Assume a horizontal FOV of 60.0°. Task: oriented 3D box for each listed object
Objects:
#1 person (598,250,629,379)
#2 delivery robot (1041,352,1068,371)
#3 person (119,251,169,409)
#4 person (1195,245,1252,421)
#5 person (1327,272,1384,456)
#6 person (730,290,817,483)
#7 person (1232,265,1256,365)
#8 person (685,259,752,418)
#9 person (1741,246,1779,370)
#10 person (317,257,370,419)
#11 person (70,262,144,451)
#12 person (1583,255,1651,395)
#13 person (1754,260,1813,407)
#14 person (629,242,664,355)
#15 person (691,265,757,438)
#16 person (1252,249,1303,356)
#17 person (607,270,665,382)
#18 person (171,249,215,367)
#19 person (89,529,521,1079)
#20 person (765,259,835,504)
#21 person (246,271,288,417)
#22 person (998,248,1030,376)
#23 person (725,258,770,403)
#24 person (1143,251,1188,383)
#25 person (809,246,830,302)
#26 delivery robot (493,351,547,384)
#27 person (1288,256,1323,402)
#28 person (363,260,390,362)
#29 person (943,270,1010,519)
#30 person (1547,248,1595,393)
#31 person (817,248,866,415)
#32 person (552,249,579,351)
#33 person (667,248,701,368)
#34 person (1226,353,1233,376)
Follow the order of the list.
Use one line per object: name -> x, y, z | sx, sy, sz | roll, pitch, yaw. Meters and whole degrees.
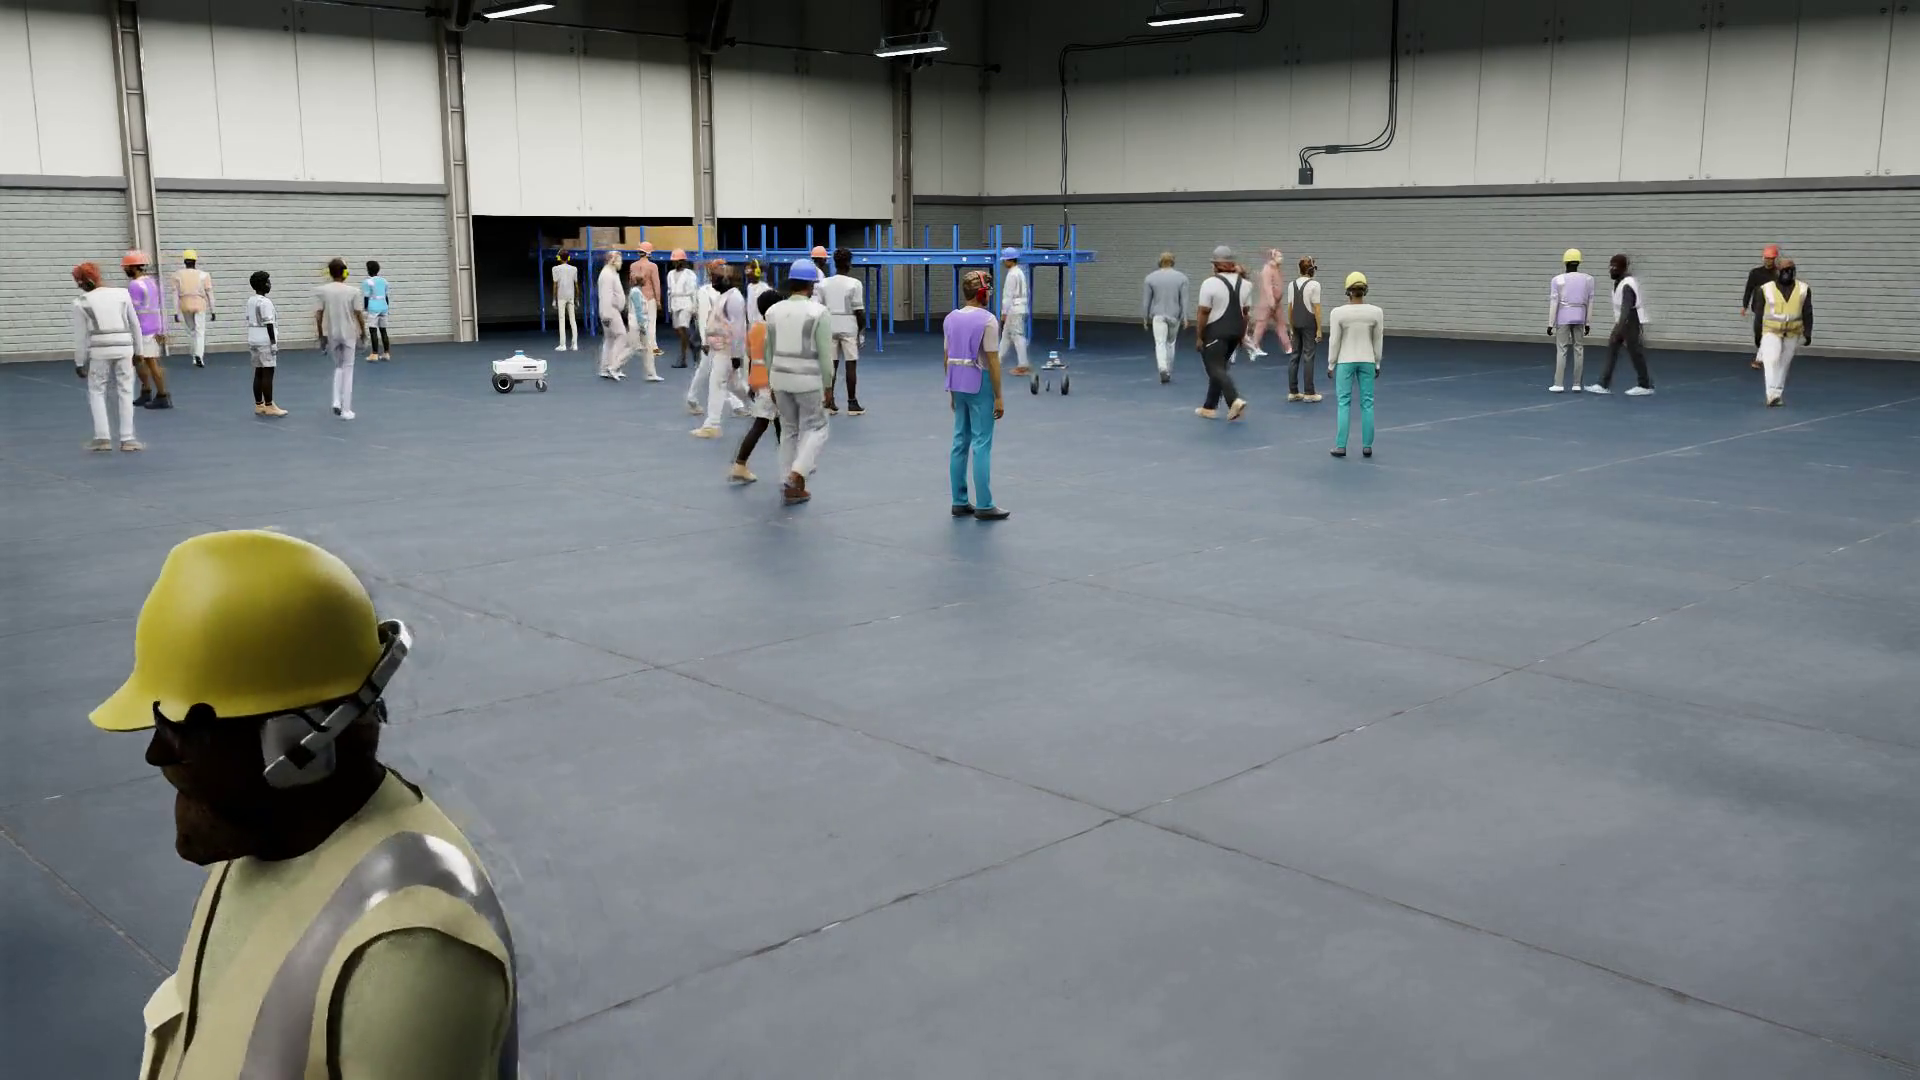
person -> -5.111, -3.331, 24.621 | 0.560, 1.878, 0.666 | -2, 11, -10
delivery robot -> 1.262, -2.431, 22.489 | 0.335, 0.223, 0.698 | 3, 11, 14
person -> -10.047, -2.562, 20.327 | 0.657, 1.913, 0.547 | -2, 11, -9
person -> 3.029, -2.378, 19.113 | 0.684, 2.000, 0.914 | -7, 13, -34
person -> 3.792, -1.688, 15.991 | 0.523, 1.765, 0.322 | 0, 10, -2
person -> -1.640, -1.327, 14.330 | 0.886, 1.649, 0.543 | -7, 12, -33
person -> 4.610, -3.689, 27.285 | 0.531, 1.622, 0.533 | -8, 13, -39
person -> -2.887, -2.371, 19.513 | 0.979, 1.846, 0.595 | 8, 13, 36
person -> 12.934, -3.740, 26.694 | 1.029, 1.949, 0.614 | -10, 14, -43
person -> -7.120, -2.330, 19.243 | 0.525, 1.852, 0.430 | 1, 10, 3
person -> -8.351, -1.785, 16.309 | 0.674, 1.853, 0.377 | -9, 13, -39
person -> 8.779, -2.842, 22.054 | 0.969, 1.843, 0.602 | 0, 10, 2
person -> 10.159, -2.532, 20.503 | 0.626, 1.795, 0.944 | 2, 11, 12
person -> -5.560, -4.280, 29.492 | 0.624, 1.993, 0.385 | 5, 12, 26
person -> -2.407, -2.006, 17.609 | 0.879, 1.812, 0.635 | -3, 11, -15
person -> 5.545, -4.151, 29.142 | 0.960, 1.859, 0.670 | 6, 12, 31
person -> -4.721, -3.090, 24.049 | 0.750, 1.609, 0.517 | 0, 10, 1
person -> -12.438, -3.766, 26.983 | 0.599, 1.896, 0.915 | -3, 11, -17
person -> -0.654, 0.869, 1.928 | 0.530, 1.811, 0.590 | -8, 13, -37
person -> -1.257, -1.235, 13.061 | 0.648, 1.926, 0.512 | 5, 12, 27
person -> -8.153, -2.299, 19.500 | 0.541, 1.696, 0.316 | 10, 14, 43
person -> 0.697, -3.459, 25.219 | 0.808, 1.913, 0.640 | 2, 11, 9
person -> -2.552, -2.691, 21.326 | 0.973, 1.828, 0.513 | -5, 12, -27
person -> 2.960, -3.200, 23.894 | 0.648, 1.901, 0.921 | 0, 10, 2
person -> -2.222, -3.658, 26.256 | 0.359, 1.938, 0.547 | -4, 11, -22
delivery robot -> -6.011, -2.344, 22.725 | 0.707, 0.478, 0.477 | -3, 11, -17
person -> 4.415, -2.697, 21.270 | 0.345, 1.846, 0.508 | -9, 14, -40
person -> -9.838, -3.860, 28.036 | 0.339, 1.687, 0.535 | 5, 12, 26
person -> 0.097, -1.088, 12.488 | 0.388, 1.848, 0.564 | -9, 14, -41
person -> 8.245, -2.964, 22.491 | 0.585, 1.930, 0.365 | 0, 10, -1
person -> -1.414, -2.457, 19.701 | 0.646, 1.973, 0.514 | 4, 11, 23
person -> -7.284, -4.430, 30.684 | 0.520, 1.865, 0.318 | -8, 13, -37
person -> -4.455, -3.766, 26.938 | 0.549, 1.918, 0.764 | 6, 12, 30
person -> 3.835, -3.120, 24.267 | 0.519, 1.591, 0.843 | -1, 10, -3
